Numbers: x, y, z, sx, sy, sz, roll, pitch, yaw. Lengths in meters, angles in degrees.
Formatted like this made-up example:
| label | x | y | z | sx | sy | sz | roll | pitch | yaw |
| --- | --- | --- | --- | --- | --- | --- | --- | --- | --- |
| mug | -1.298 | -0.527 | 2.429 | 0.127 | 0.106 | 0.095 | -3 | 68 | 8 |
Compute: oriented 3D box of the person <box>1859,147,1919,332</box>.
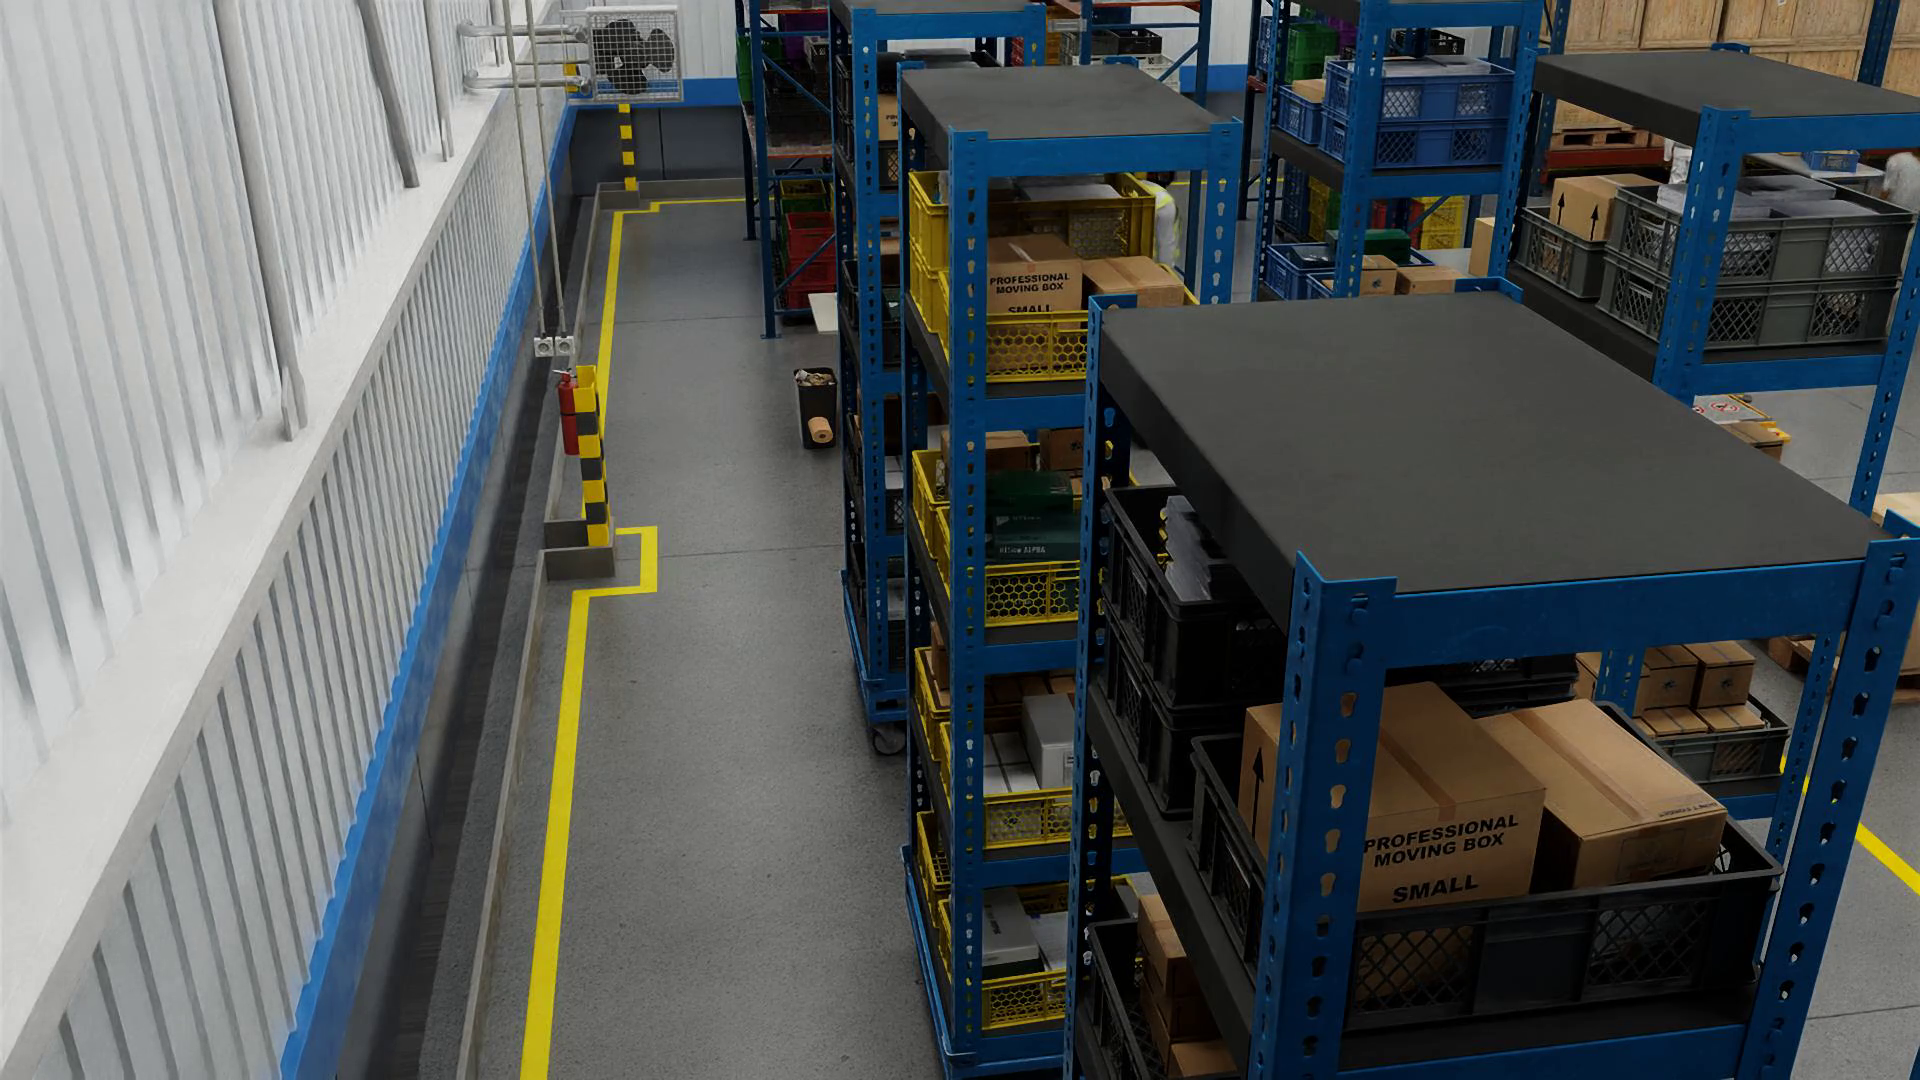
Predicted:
| label | x | y | z | sx | sy | sz | roll | pitch | yaw |
| --- | --- | --- | --- | --- | --- | --- | --- | --- | --- |
| person | 8.015 | -2.667 | 14.195 | 0.524 | 1.884 | 0.399 | -5 | 25 | -12 |

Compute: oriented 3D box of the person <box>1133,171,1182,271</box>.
| label | x | y | z | sx | sy | sz | roll | pitch | yaw |
| --- | --- | --- | --- | --- | --- | --- | --- | --- | --- |
| person | 1.506 | -2.135 | 13.054 | 0.430 | 1.836 | 0.629 | -10 | 27 | -21 |
